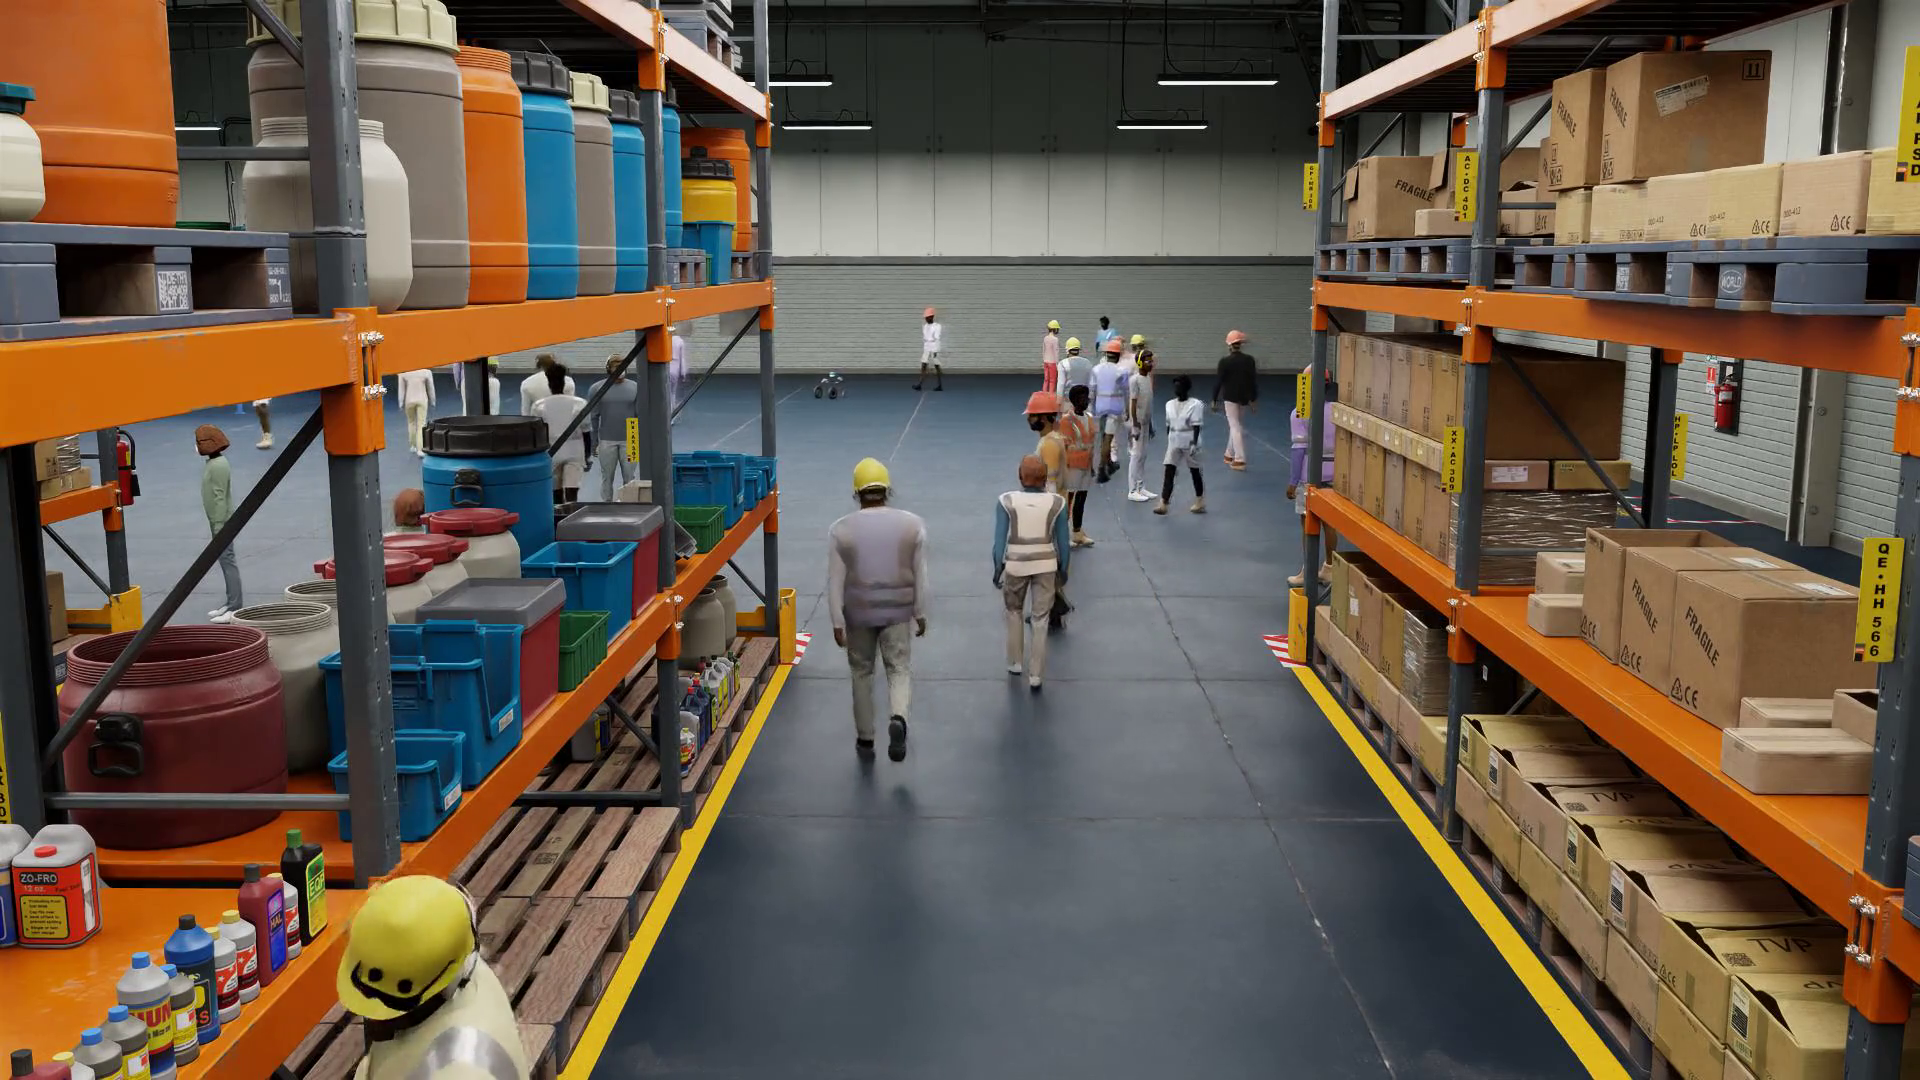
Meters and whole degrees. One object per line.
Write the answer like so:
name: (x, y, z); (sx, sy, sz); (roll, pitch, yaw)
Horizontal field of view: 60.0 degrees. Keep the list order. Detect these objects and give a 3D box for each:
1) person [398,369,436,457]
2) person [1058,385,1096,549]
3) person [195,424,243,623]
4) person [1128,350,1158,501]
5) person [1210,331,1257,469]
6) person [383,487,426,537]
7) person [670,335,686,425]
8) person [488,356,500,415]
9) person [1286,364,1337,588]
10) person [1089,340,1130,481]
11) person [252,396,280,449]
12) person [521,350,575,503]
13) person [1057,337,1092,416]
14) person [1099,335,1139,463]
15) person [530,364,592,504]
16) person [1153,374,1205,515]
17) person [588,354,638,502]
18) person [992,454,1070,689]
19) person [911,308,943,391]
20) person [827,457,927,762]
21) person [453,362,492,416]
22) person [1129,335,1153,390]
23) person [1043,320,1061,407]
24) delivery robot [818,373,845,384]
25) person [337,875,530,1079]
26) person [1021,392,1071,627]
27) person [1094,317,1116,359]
person: (-8.318, -2.096, 25.511); (0.530, 1.588, 0.829); (-2, 10, -14)
person: (1.222, -0.766, 17.264); (0.317, 1.695, 0.540); (8, 12, 40)
person: (-6.117, -0.142, 13.732); (0.270, 1.627, 0.499); (-5, 11, -29)
person: (2.285, -1.436, 20.755); (0.328, 1.872, 0.510); (5, 11, 28)
person: (3.900, -2.029, 24.009); (0.634, 1.957, 0.913); (-4, 10, -25)
person: (-3.239, 0.482, 10.077); (0.530, 1.600, 0.850); (1, 10, 5)
person: (-5.407, -3.049, 30.377); (0.685, 1.873, 0.840); (-6, 11, -30)
person: (-6.272, -1.637, 22.335); (0.532, 1.740, 0.723); (6, 11, 30)
person: (3.214, -0.584, 15.132); (0.609, 2.044, 0.393); (-5, 11, -29)
person: (2.093, -1.775, 22.716); (0.547, 1.885, 0.978); (6, 11, 31)
person: (-11.142, -2.438, 26.292); (0.655, 2.022, 0.665); (3, 10, 18)
person: (-4.891, -1.306, 19.842); (0.654, 1.911, 0.709); (-2, 10, -9)
person: (1.695, -2.119, 24.958); (0.599, 1.830, 0.403); (-5, 11, -27)
person: (2.388, -2.103, 24.731); (0.677, 1.882, 0.710); (3, 10, 15)
person: (-4.112, -0.852, 17.177); (0.602, 1.923, 1.013); (-1, 10, -9)
person: (2.610, -1.121, 19.516); (0.532, 1.647, 0.876); (7, 12, 36)
person: (-3.811, -1.098, 18.524); (0.635, 1.940, 0.366); (-3, 10, -18)
person: (0.497, 0.201, 11.683); (0.547, 1.614, 0.669); (0, 9, 0)
person: (-0.722, -4.352, 38.169); (0.549, 1.891, 0.962); (7, 12, 35)
person: (-0.483, 0.422, 9.791); (0.601, 1.814, 0.682); (-1, 10, -7)
person: (-8.152, -2.657, 27.866); (0.635, 1.939, 0.361); (-2, 10, -11)
person: (2.945, -2.553, 27.817); (0.636, 1.744, 0.541); (9, 13, 43)
person: (1.905, -3.628, 34.198); (0.328, 1.767, 0.532); (-5, 11, -27)
delivery robot: (-2.813, -3.557, 36.465); (0.335, 0.223, 0.699); (7, 12, 35)
person: (-1.081, 1.492, 3.523); (0.406, 1.786, 0.719); (-3, 10, -17)
person: (0.666, -0.236, 13.418); (0.410, 1.917, 0.564); (1, 10, 6)
person: (3.420, -4.469, 39.576); (0.544, 1.642, 0.872); (9, 13, 43)
